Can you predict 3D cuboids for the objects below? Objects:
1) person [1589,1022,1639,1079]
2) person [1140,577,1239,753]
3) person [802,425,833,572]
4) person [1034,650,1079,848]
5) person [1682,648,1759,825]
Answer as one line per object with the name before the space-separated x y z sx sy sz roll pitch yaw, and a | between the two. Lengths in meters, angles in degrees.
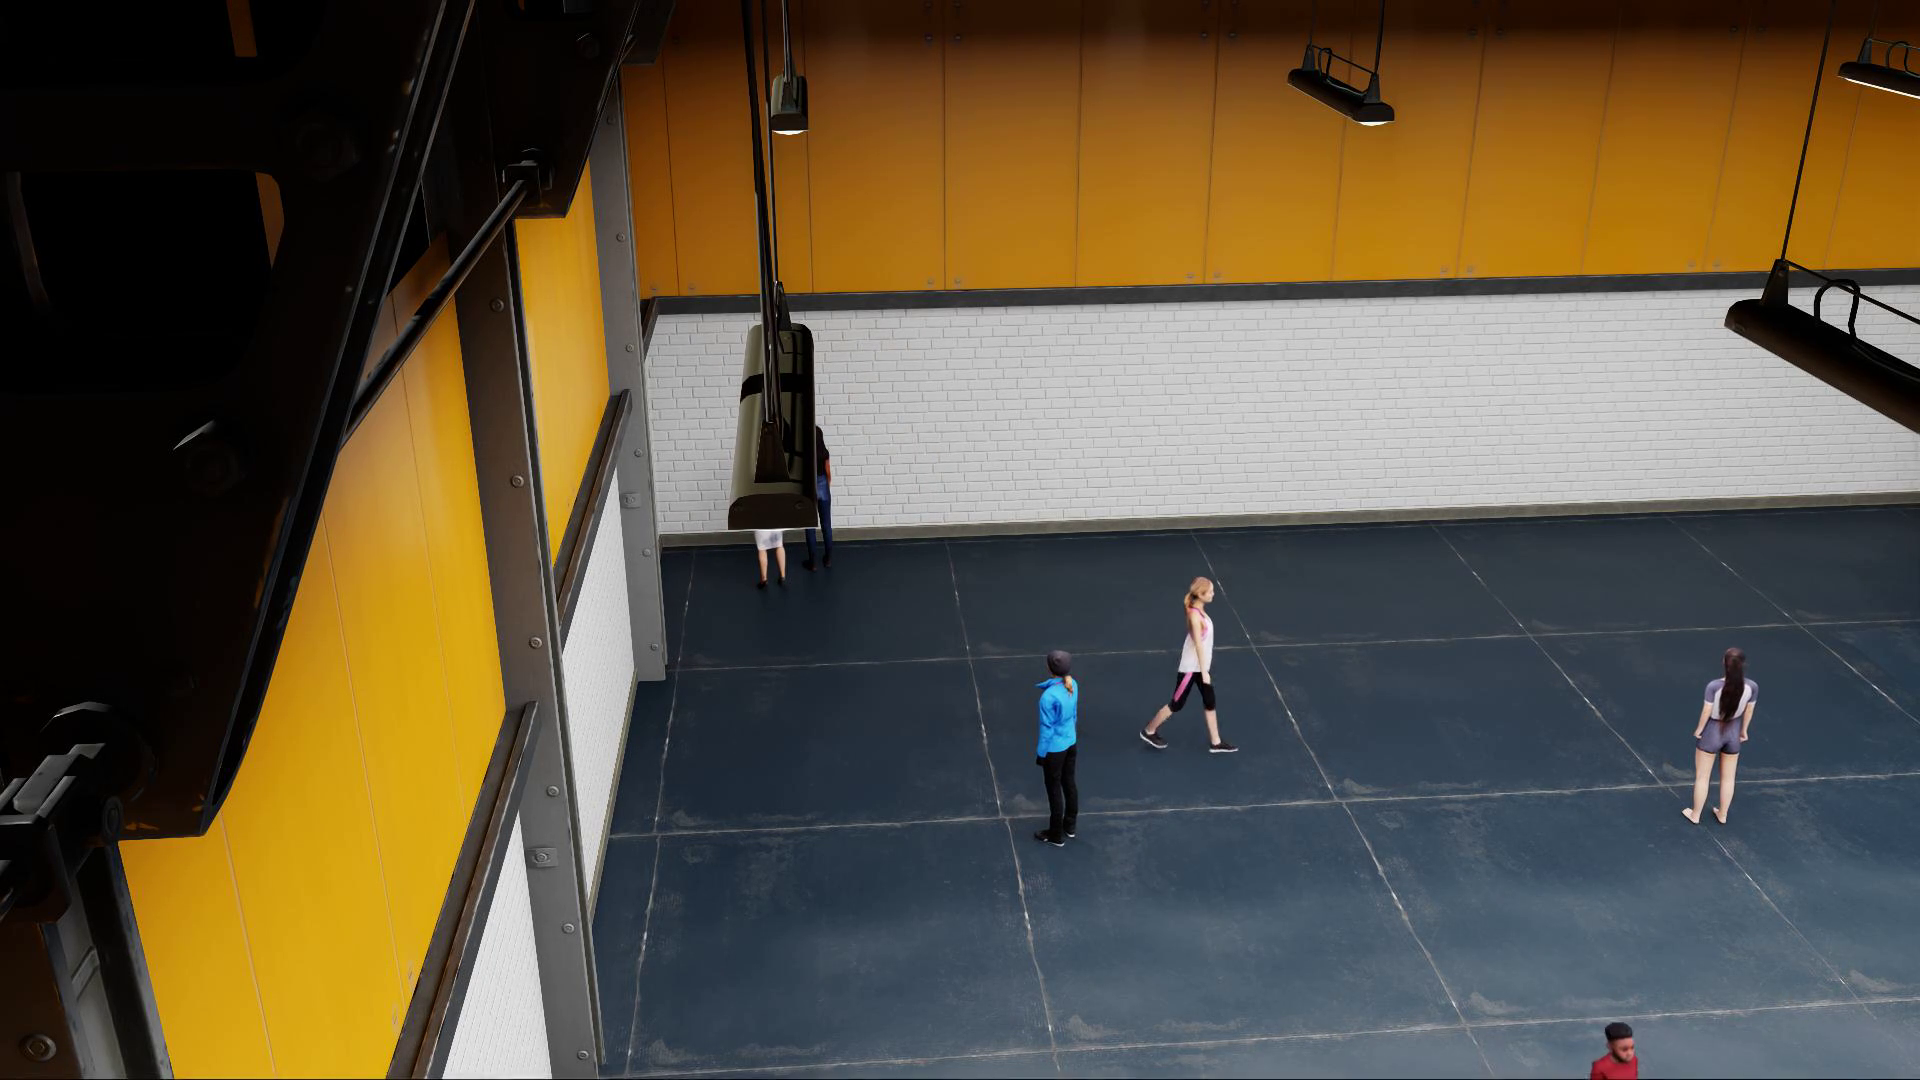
person | 4.000 3.520 10.458 0.606 1.234 0.899 -6 24 -14
person | 2.036 1.179 15.170 0.955 1.749 1.160 6 24 13
person | -1.650 -0.494 19.009 0.643 1.739 0.646 -12 26 -26
person | 0.828 1.728 13.855 0.730 1.795 0.682 20 31 38
person | 6.487 1.672 14.166 0.610 1.650 0.531 0 24 0
